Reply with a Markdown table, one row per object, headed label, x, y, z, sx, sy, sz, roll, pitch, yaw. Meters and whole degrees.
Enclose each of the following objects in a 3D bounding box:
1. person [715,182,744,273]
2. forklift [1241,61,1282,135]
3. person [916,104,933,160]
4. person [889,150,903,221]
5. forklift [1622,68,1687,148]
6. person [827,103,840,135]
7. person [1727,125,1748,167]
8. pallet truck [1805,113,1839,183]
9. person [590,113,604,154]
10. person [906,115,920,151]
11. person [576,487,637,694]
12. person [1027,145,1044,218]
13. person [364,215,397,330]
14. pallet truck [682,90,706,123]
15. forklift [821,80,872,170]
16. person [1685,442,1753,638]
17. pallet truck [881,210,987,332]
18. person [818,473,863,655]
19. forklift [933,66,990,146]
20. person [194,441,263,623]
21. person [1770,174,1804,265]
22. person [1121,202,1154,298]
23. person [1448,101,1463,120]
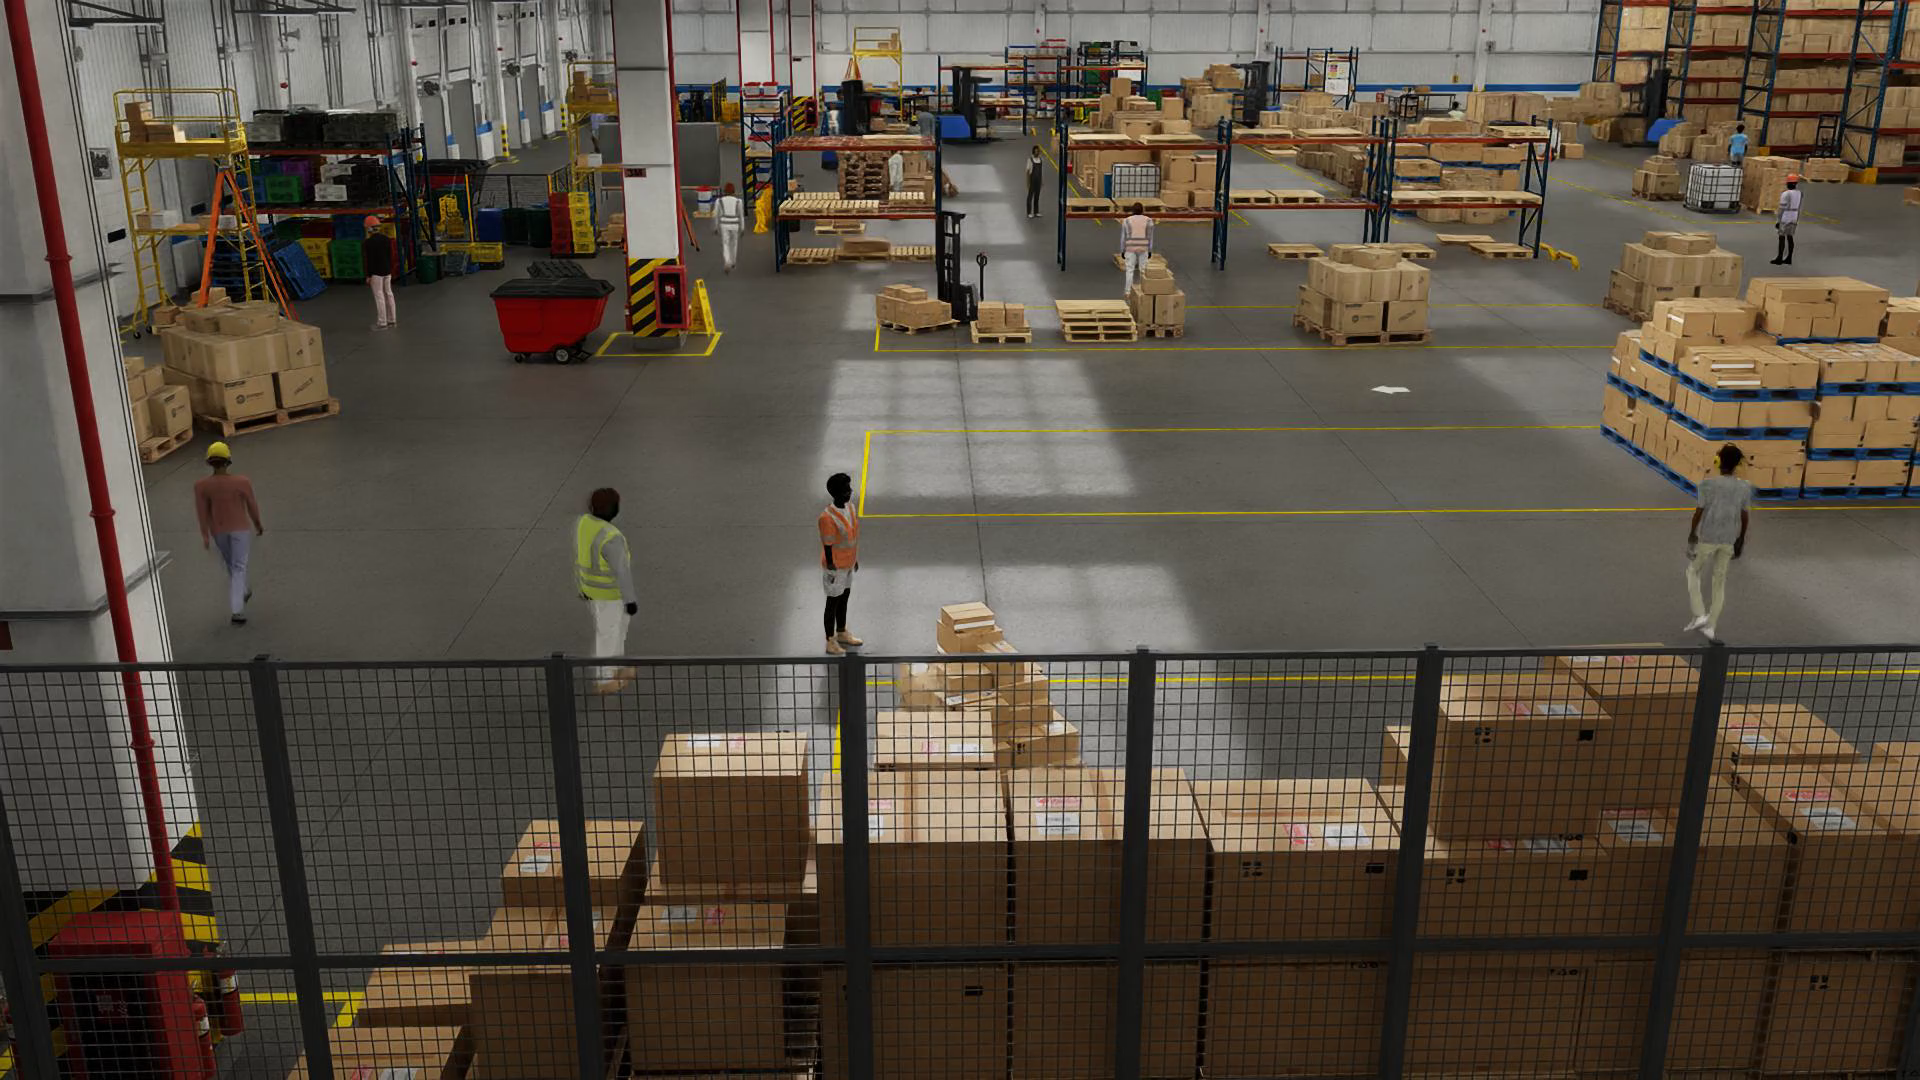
| label | x | y | z | sx | sy | sz | roll | pitch | yaw |
| --- | --- | --- | --- | --- | --- | --- | --- | --- | --- |
| person | -4.836 | -6.560 | 34.917 | 0.601 | 1.857 | 0.881 | -3 | 19 | -8 |
| forklift | 11.818 | -17.491 | 65.758 | 1.873 | 2.768 | 1.129 | -6 | 20 | -17 |
| person | -1.241 | -13.713 | 56.065 | 0.655 | 1.903 | 0.911 | -7 | 20 | -19 |
| person | -1.636 | -9.109 | 42.349 | 0.369 | 1.936 | 0.630 | 6 | 20 | 17 |
| forklift | 25.298 | -15.627 | 60.231 | 1.873 | 2.768 | 1.129 | 15 | 24 | 37 |
| person | -4.602 | -15.082 | 60.558 | 0.523 | 1.615 | 0.652 | -7 | 20 | -20 |
| person | 23.815 | -11.895 | 51.021 | 0.557 | 1.656 | 0.819 | 5 | 19 | 13 |
| pallet truck | 26.403 | -11.957 | 50.702 | 0.823 | 1.965 | 1.885 | 6 | 19 | 16 |
| person | -12.647 | -14.330 | 57.850 | 0.569 | 1.924 | 0.496 | 7 | 20 | 19 |
| person | -1.494 | -12.755 | 53.462 | 0.492 | 1.742 | 0.315 | -6 | 19 | -16 |
| person | -2.942 | 0.420 | 14.248 | 0.595 | 1.824 | 0.661 | -13 | 22 | -33 |
| person | 1.932 | -9.228 | 42.841 | 0.508 | 1.844 | 0.332 | -13 | 23 | -34 |
| person | -10.172 | -4.675 | 29.104 | 0.382 | 1.995 | 0.612 | 7 | 20 | 19 |
| pallet truck | -9.671 | -15.907 | 62.421 | 0.823 | 1.965 | 1.885 | 5 | 19 | 15 |
| forklift | -3.431 | -13.266 | 53.226 | 1.873 | 2.768 | 1.129 | 8 | 20 | 21 |
| person | 7.011 | 0.011 | 15.422 | 0.538 | 1.858 | 0.387 | 2 | 19 | 7 |
| pallet truck | -0.493 | -4.759 | 29.349 | 1.885 | 1.965 | 0.823 | -13 | 23 | -34 |
| person | -1.082 | 0.210 | 15.072 | 0.318 | 1.697 | 0.533 | 8 | 20 | 21 |
| forklift | 0.030 | -16.139 | 61.749 | 1.873 | 2.768 | 1.129 | -10 | 21 | -28 |
| person | -7.009 | -0.096 | 15.952 | 0.522 | 1.720 | 0.945 | -2 | 19 | -5 |
| person | 17.821 | -6.901 | 35.822 | 0.539 | 1.929 | 0.399 | -6 | 20 | -18 |
| person | 3.404 | -5.576 | 32.037 | 0.624 | 1.835 | 0.431 | -1 | 19 | -2 |
| person | 17.007 | -14.204 | 57.532 | 0.614 | 1.889 | 0.802 | -6 | 20 | -17 |
